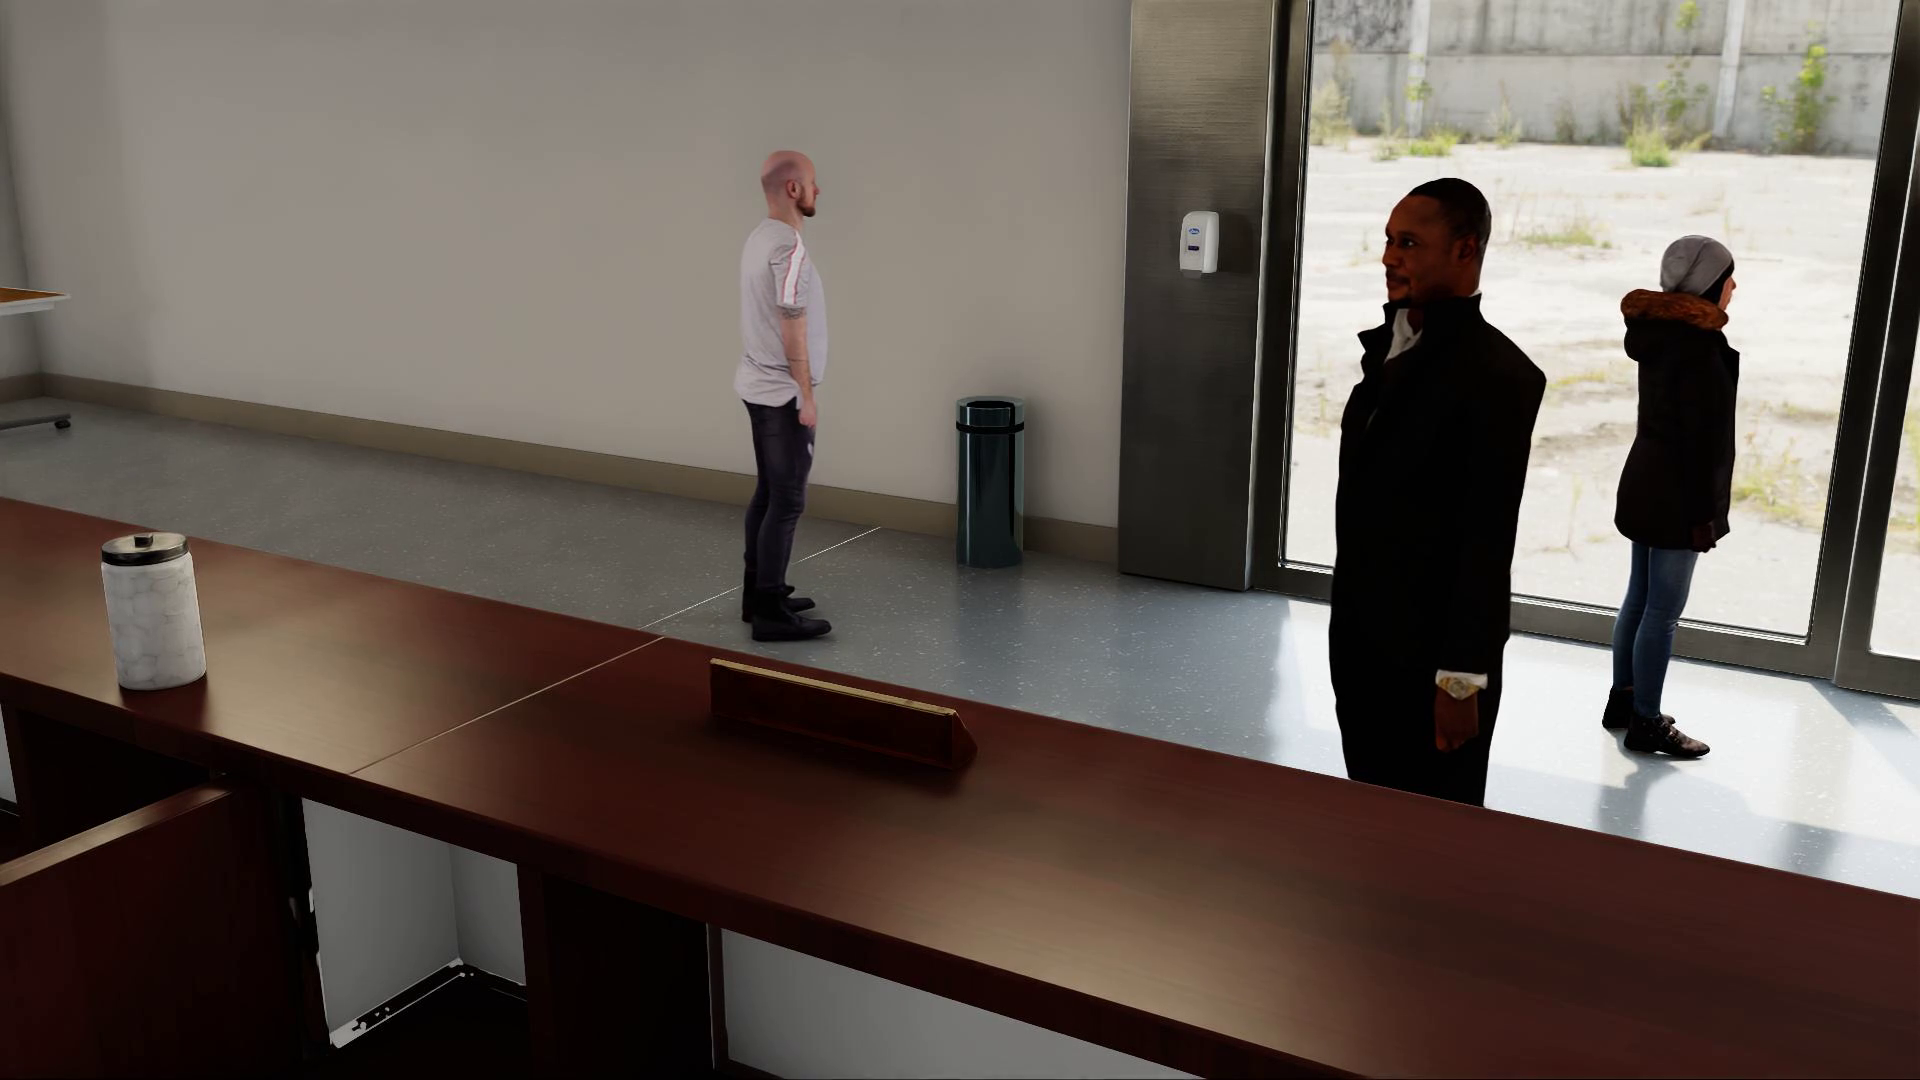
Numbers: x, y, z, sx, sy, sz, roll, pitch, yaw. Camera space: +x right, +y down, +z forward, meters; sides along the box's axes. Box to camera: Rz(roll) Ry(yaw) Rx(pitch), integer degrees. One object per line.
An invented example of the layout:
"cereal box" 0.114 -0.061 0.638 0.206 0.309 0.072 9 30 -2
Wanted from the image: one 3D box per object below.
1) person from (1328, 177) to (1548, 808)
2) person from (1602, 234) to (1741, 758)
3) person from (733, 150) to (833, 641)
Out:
"person" 0.992 0.191 3.560 0.836 1.904 0.768 -3 16 -12
"person" 2.238 -0.142 5.239 0.798 1.634 0.700 1 16 3
"person" -0.692 -0.543 6.309 0.794 1.826 0.737 -4 16 -15
